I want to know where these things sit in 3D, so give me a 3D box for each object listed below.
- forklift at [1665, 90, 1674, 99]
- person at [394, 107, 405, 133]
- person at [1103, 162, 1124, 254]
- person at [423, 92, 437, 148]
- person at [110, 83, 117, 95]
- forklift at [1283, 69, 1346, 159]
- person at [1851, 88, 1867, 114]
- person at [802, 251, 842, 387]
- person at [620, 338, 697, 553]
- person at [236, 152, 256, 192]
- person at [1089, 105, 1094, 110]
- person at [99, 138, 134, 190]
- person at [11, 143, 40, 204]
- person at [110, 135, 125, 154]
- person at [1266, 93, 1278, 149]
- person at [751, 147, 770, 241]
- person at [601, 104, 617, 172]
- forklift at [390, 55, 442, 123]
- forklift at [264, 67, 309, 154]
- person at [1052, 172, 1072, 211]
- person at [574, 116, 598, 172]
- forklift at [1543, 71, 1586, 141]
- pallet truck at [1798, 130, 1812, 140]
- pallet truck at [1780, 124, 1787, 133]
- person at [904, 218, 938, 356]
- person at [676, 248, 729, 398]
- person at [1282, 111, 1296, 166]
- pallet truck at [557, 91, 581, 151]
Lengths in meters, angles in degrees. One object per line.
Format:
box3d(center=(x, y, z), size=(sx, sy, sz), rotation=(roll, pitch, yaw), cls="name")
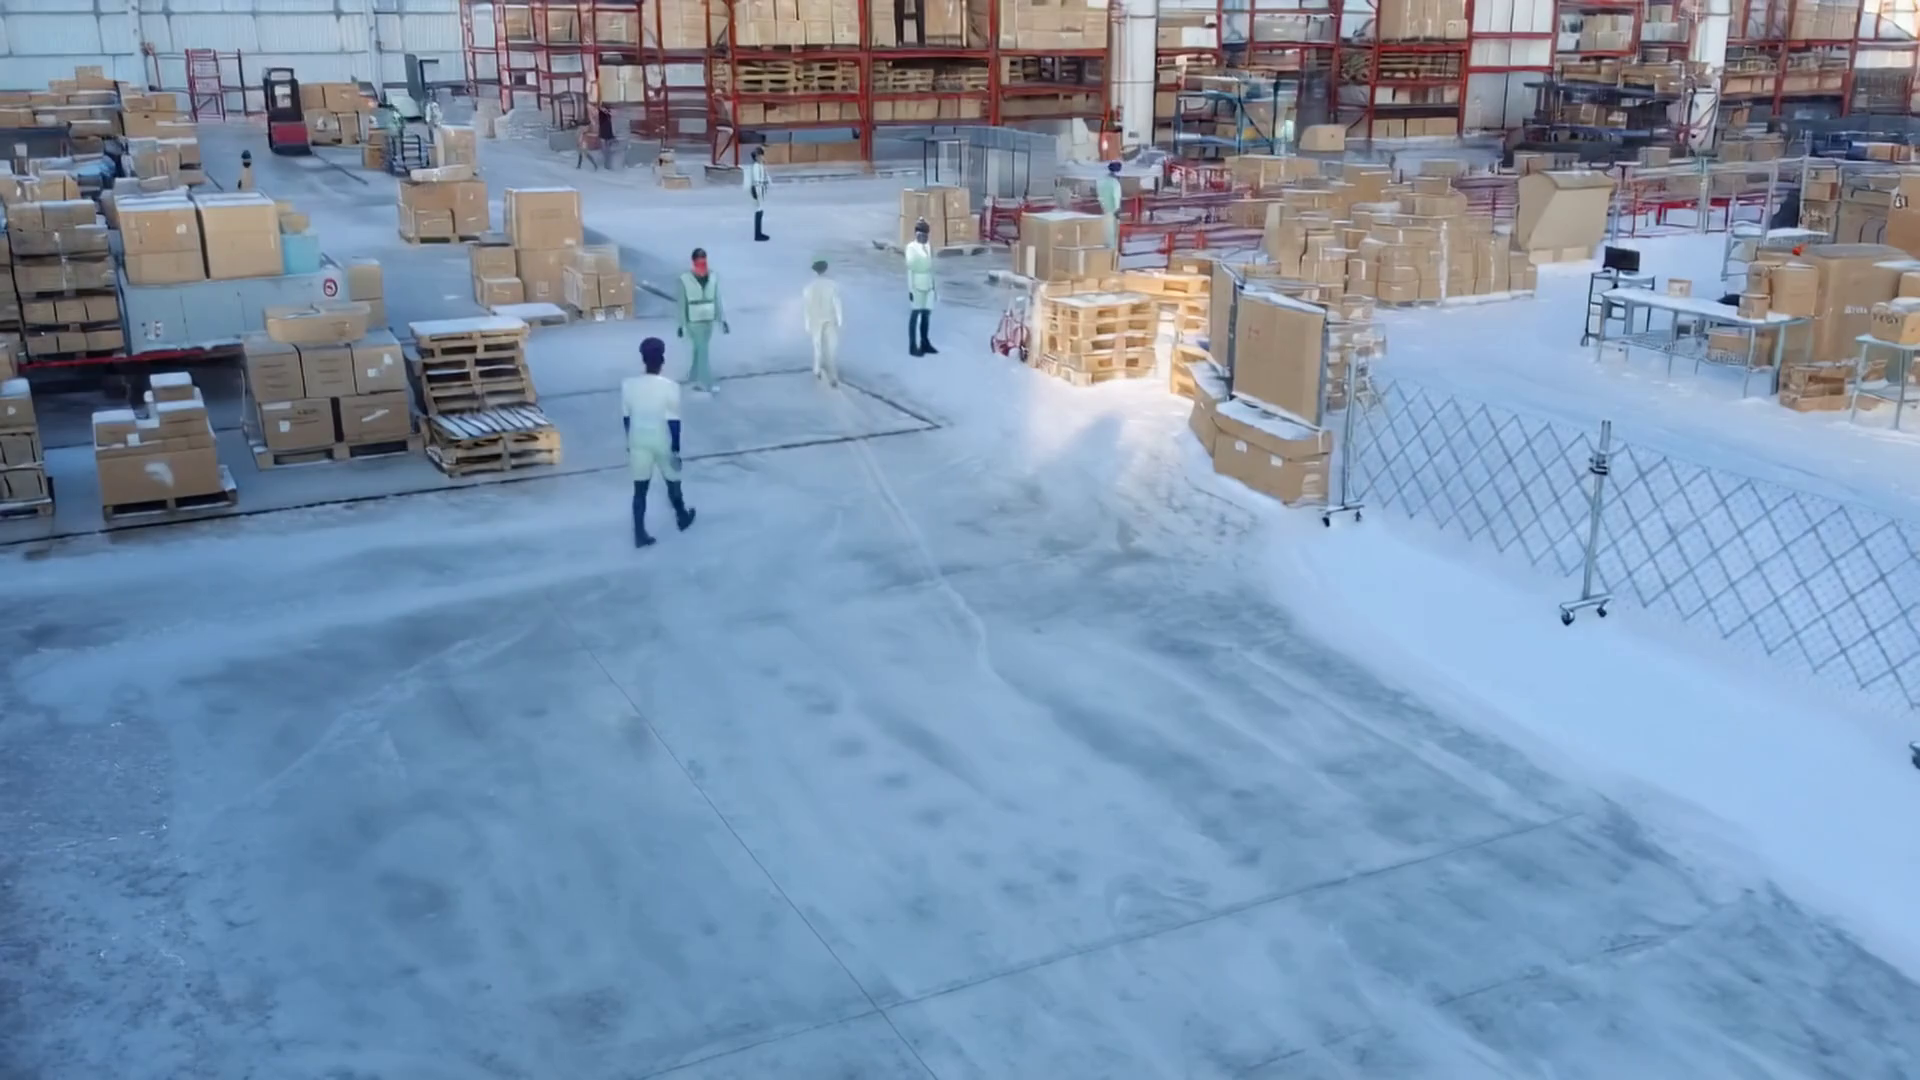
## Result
box3d(center=(24.772, -14.934, 57.394), size=(1.873, 2.768, 1.129), rotation=(-9, 20, -26), cls="forklift")
box3d(center=(-18.190, -13.302, 54.340), size=(0.685, 1.614, 0.538), rotation=(5, 18, 14), cls="person")
box3d(center=(3.060, -6.612, 33.147), size=(0.408, 1.819, 0.622), rotation=(-4, 18, -12), cls="person")
box3d(center=(-18.615, -14.783, 58.490), size=(0.391, 1.912, 0.589), rotation=(-11, 21, -32), cls="person")
box3d(center=(-32.985, -16.836, 64.880), size=(0.557, 1.911, 0.587), rotation=(-15, 23, -40), cls="person")
box3d(center=(11.615, -13.871, 54.079), size=(1.129, 2.768, 1.873), rotation=(-9, 20, -27), cls="forklift")
box3d(center=(35.202, -16.798, 65.056), size=(0.795, 1.739, 0.532), rotation=(-11, 21, -31), cls="person")
box3d(center=(-1.786, -2.879, 21.665), size=(0.519, 1.731, 0.884), rotation=(-2, 18, -8), cls="person")
box3d(center=(-2.764, -0.900, 15.194), size=(0.627, 1.909, 0.987), rotation=(5, 19, 16), cls="person")
box3d(center=(-15.181, -7.337, 35.438), size=(0.999, 1.831, 0.531), rotation=(9, 20, 26), cls="person")
box3d(center=(4.744, -15.825, 61.884), size=(0.633, 1.820, 0.694), rotation=(-12, 21, -32), cls="person")
box3d(center=(-18.445, -7.773, 36.420), size=(0.676, 2.000, 0.536), rotation=(-16, 24, -41), cls="person")
box3d(center=(-20.767, -7.881, 37.012), size=(0.585, 1.882, 0.340), rotation=(1, 18, 2), cls="person")
box3d(center=(-21.535, -9.563, 42.651), size=(0.384, 1.622, 0.530), rotation=(-3, 18, -9), cls="person")
box3d(center=(10.890, -14.567, 57.803), size=(0.514, 1.919, 0.546), rotation=(-9, 20, -27), cls="person")
box3d(center=(-4.214, -7.283, 35.053), size=(0.353, 1.942, 0.545), rotation=(-3, 18, -9), cls="person")
box3d(center=(-10.527, -12.003, 49.680), size=(0.376, 1.995, 0.612), rotation=(-7, 19, -22), cls="person")
box3d(center=(-23.050, -19.014, 70.112), size=(1.873, 2.768, 1.129), rotation=(-9, 20, -25), cls="forklift")
box3d(center=(-22.743, -14.484, 55.990), size=(1.129, 2.768, 1.873), rotation=(-9, 20, -26), cls="forklift")
box3d(center=(2.012, -6.532, 33.232), size=(0.421, 1.613, 0.519), rotation=(-10, 21, -29), cls="person")
box3d(center=(-11.197, -11.835, 49.680), size=(0.647, 1.665, 0.547), rotation=(-16, 23, -40), cls="person")
box3d(center=(18.685, -13.231, 52.085), size=(1.873, 2.768, 1.129), rotation=(-9, 20, -26), cls="forklift")
box3d(center=(25.526, -11.556, 49.408), size=(1.630, 1.274, 0.653), rotation=(-9, 20, -26), cls="pallet truck")
box3d(center=(25.206, -12.542, 52.601), size=(1.601, 1.201, 0.680), rotation=(0, 18, -2), cls="pallet truck")
box3d(center=(-0.530, -3.580, 23.515), size=(0.358, 1.937, 0.549), rotation=(14, 22, 37), cls="person")
box3d(center=(-3.231, -2.757, 21.058), size=(0.618, 1.862, 0.987), rotation=(-15, 23, -40), cls="person")
box3d(center=(10.185, -12.417, 51.477), size=(0.612, 1.681, 0.540), rotation=(15, 23, 38), cls="person")
box3d(center=(-13.495, -14.412, 57.188), size=(0.823, 1.965, 1.885), rotation=(-3, 18, -9), cls="pallet truck")
